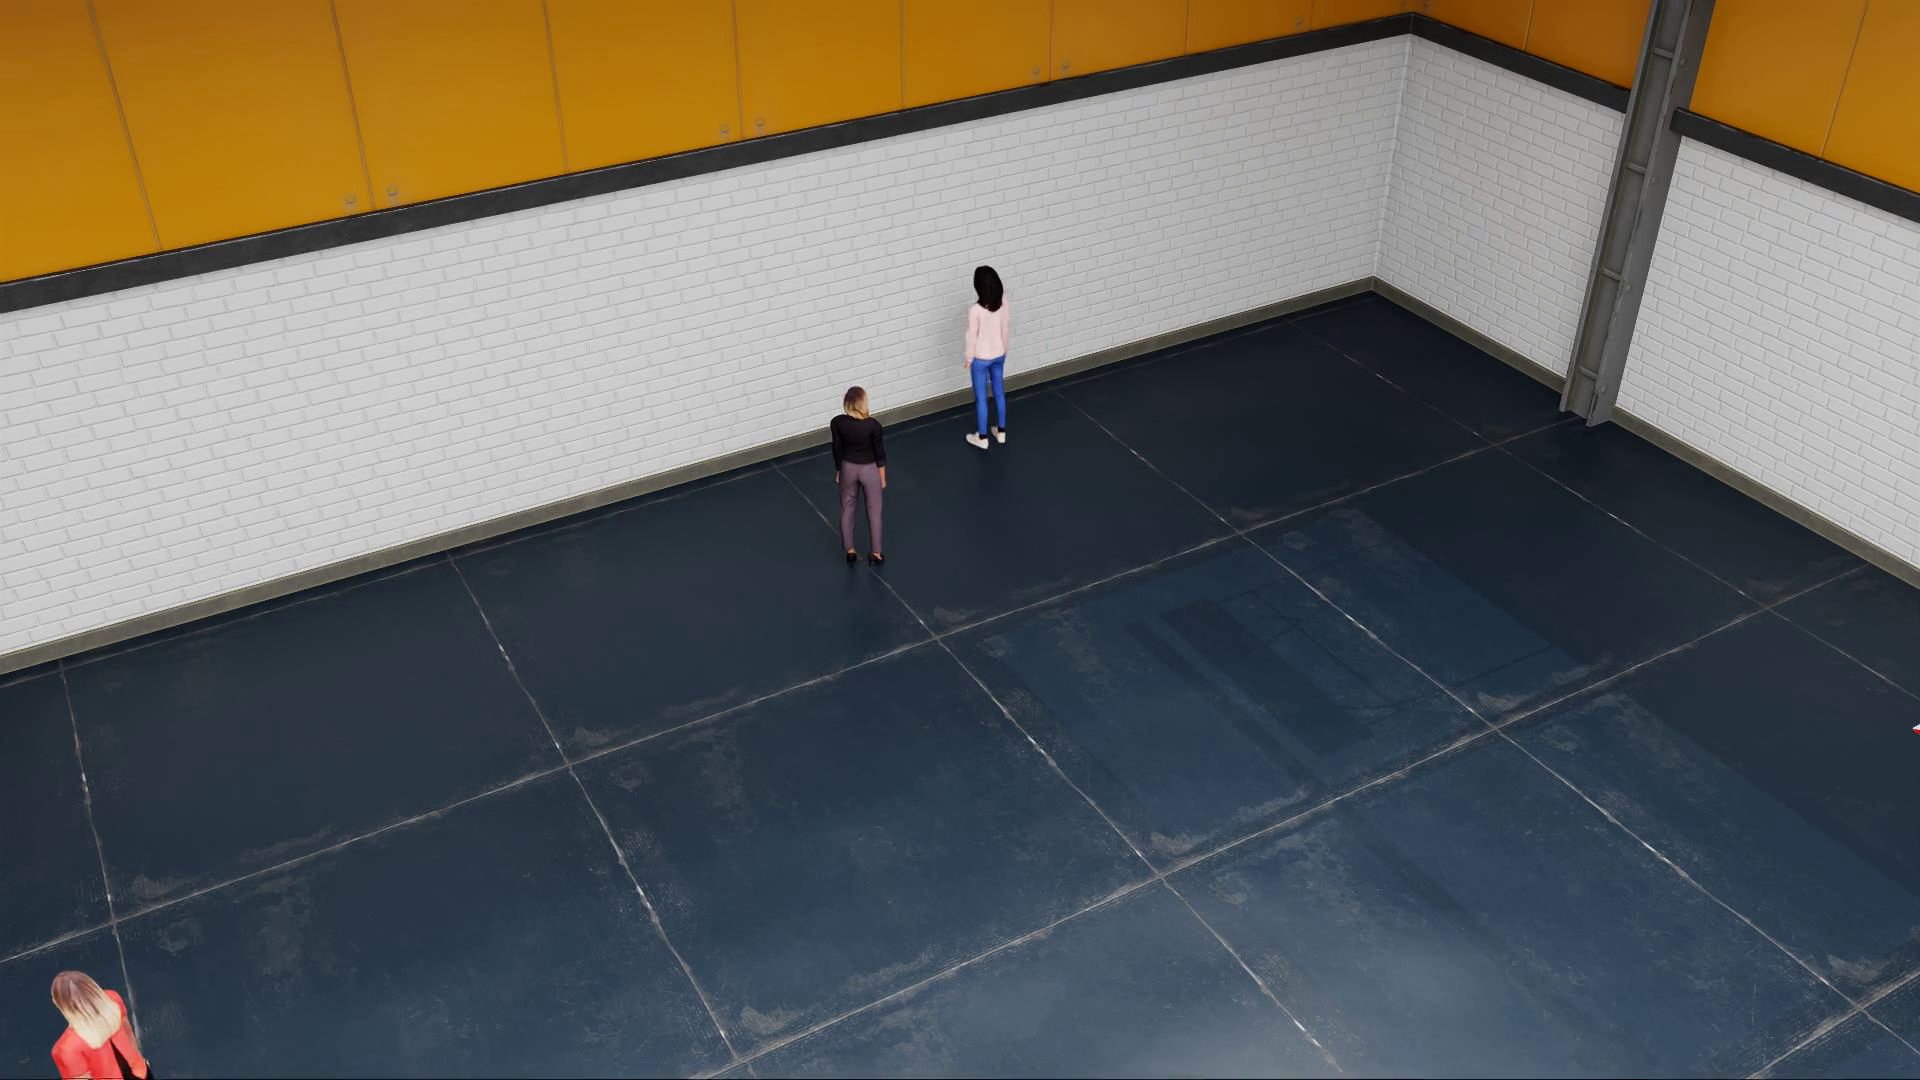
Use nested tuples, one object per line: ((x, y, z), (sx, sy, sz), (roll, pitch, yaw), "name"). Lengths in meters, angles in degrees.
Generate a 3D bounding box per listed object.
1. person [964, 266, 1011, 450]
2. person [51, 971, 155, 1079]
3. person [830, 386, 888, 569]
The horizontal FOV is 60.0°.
((0.253, -1.663, 15.131), (0.652, 1.768, 0.549), (-20, 39, -27), "person")
((-4.212, 2.822, 8.472), (1.097, 1.671, 1.080), (6, 34, 9), "person")
((-0.813, -0.501, 13.470), (0.672, 1.672, 0.722), (7, 34, 10), "person")
